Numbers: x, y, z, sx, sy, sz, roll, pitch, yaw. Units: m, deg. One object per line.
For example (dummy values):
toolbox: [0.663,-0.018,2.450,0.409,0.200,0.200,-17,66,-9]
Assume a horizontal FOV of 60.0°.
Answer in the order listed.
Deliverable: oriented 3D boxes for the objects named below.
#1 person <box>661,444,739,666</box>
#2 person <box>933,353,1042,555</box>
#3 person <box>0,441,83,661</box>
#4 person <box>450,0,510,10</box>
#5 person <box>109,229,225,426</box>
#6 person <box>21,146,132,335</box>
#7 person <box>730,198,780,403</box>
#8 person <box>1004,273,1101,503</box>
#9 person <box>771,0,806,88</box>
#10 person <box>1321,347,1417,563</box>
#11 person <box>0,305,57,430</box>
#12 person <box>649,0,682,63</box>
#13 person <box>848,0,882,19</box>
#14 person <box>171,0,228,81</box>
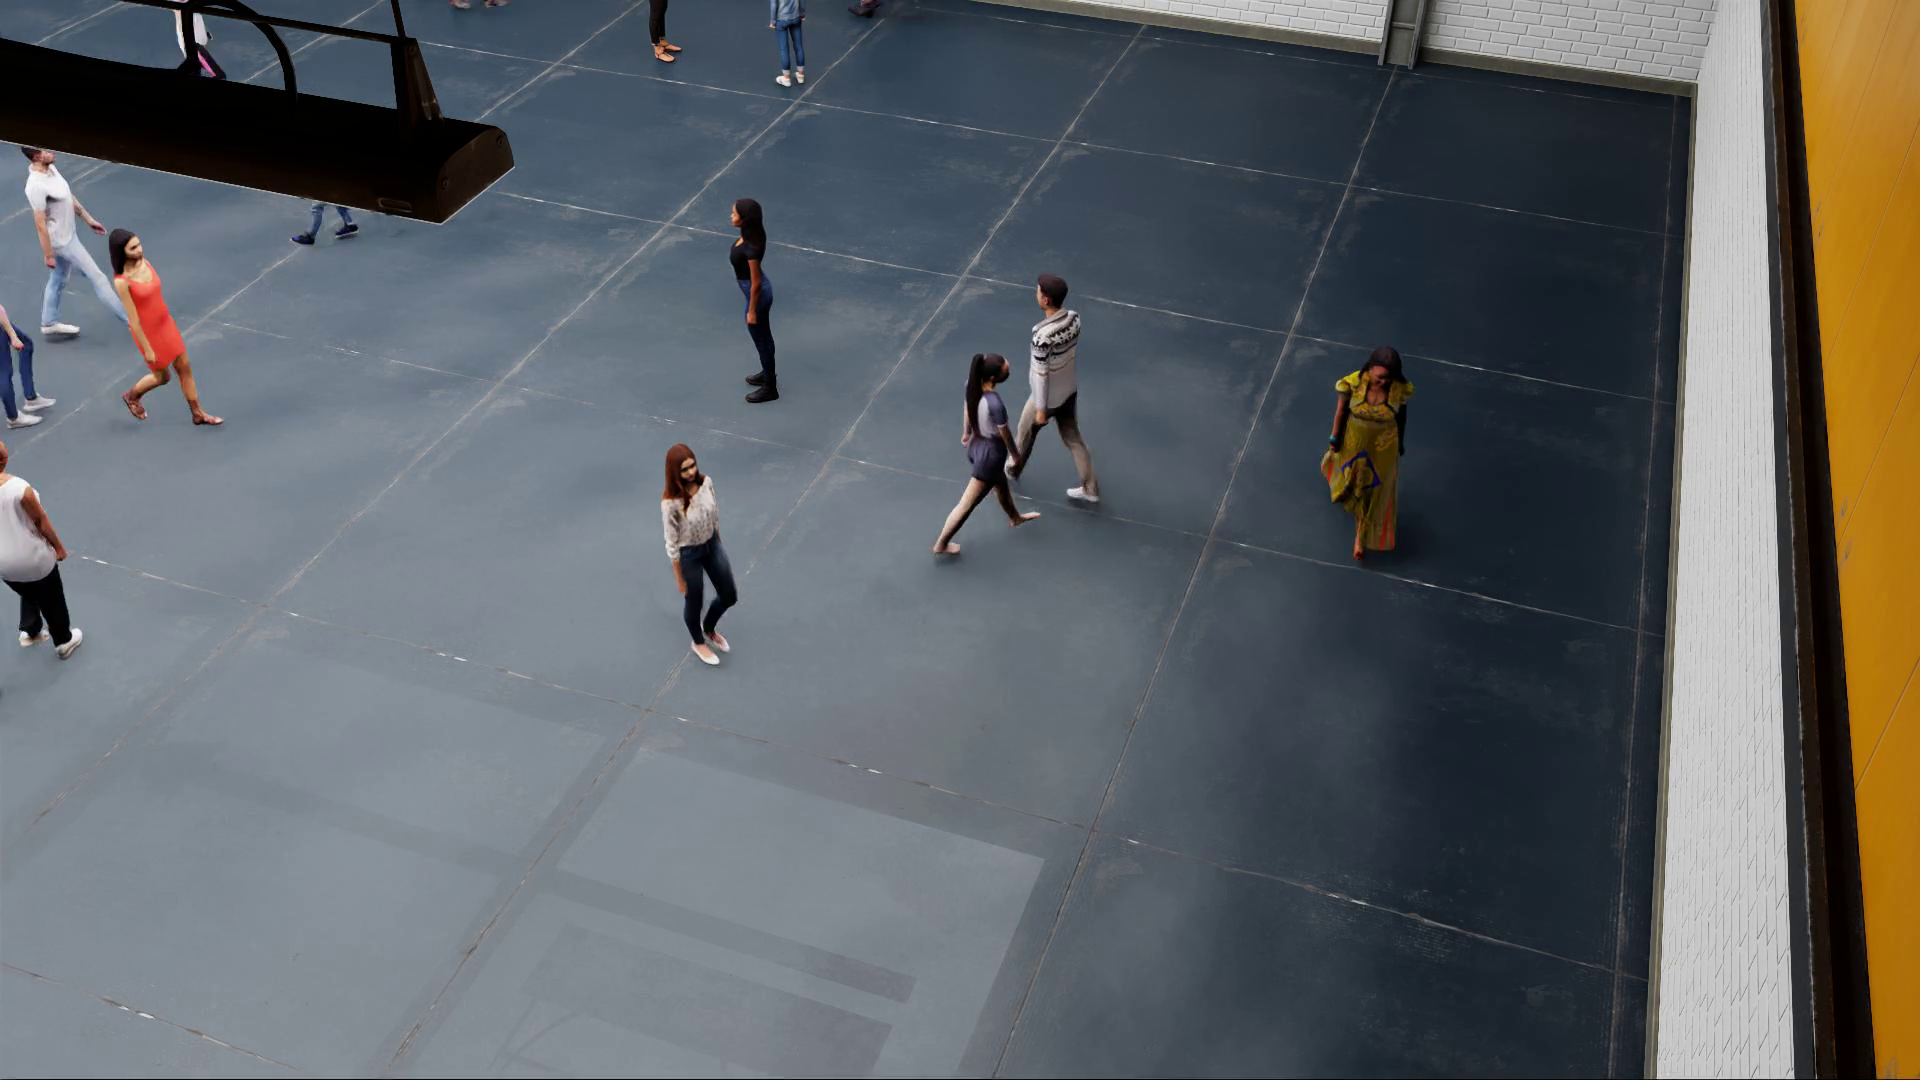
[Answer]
person: [-1.740,0.068,10.672,0.703,1.719,0.686,31,48,33]
person: [0.097,-0.541,11.534,1.138,1.595,1.062,-16,41,-19]
person: [-6.081,0.097,10.674,0.678,1.671,0.827,4,39,5]
person: [-6.053,-7.162,19.678,1.033,1.777,0.764,17,42,20]
person: [-6.249,-1.584,12.752,1.020,1.704,0.726,4,39,5]
person: [-7.510,-2.453,13.761,1.273,1.802,1.146,-13,40,-15]
person: [-1.598,-1.899,13.119,0.646,1.740,0.636,-2,39,-3]
person: [0.738,-1.024,11.967,1.304,1.809,0.979,27,46,29]
person: [-1.863,-5.668,18.047,0.640,1.478,0.687,-19,42,-22]
person: [2.865,-0.734,11.763,1.152,1.610,0.906,7,39,9]
person: [-7.544,-1.638,12.800,0.842,1.729,0.754,-26,46,-29]
person: [-3.390,-6.292,18.550,0.584,1.826,0.650,6,39,7]
person: [-1.080,-7.016,19.384,0.695,1.916,0.723,11,40,13]
person: [-7.954,-5.051,17.044,0.953,1.766,0.882,-15,41,-18]
